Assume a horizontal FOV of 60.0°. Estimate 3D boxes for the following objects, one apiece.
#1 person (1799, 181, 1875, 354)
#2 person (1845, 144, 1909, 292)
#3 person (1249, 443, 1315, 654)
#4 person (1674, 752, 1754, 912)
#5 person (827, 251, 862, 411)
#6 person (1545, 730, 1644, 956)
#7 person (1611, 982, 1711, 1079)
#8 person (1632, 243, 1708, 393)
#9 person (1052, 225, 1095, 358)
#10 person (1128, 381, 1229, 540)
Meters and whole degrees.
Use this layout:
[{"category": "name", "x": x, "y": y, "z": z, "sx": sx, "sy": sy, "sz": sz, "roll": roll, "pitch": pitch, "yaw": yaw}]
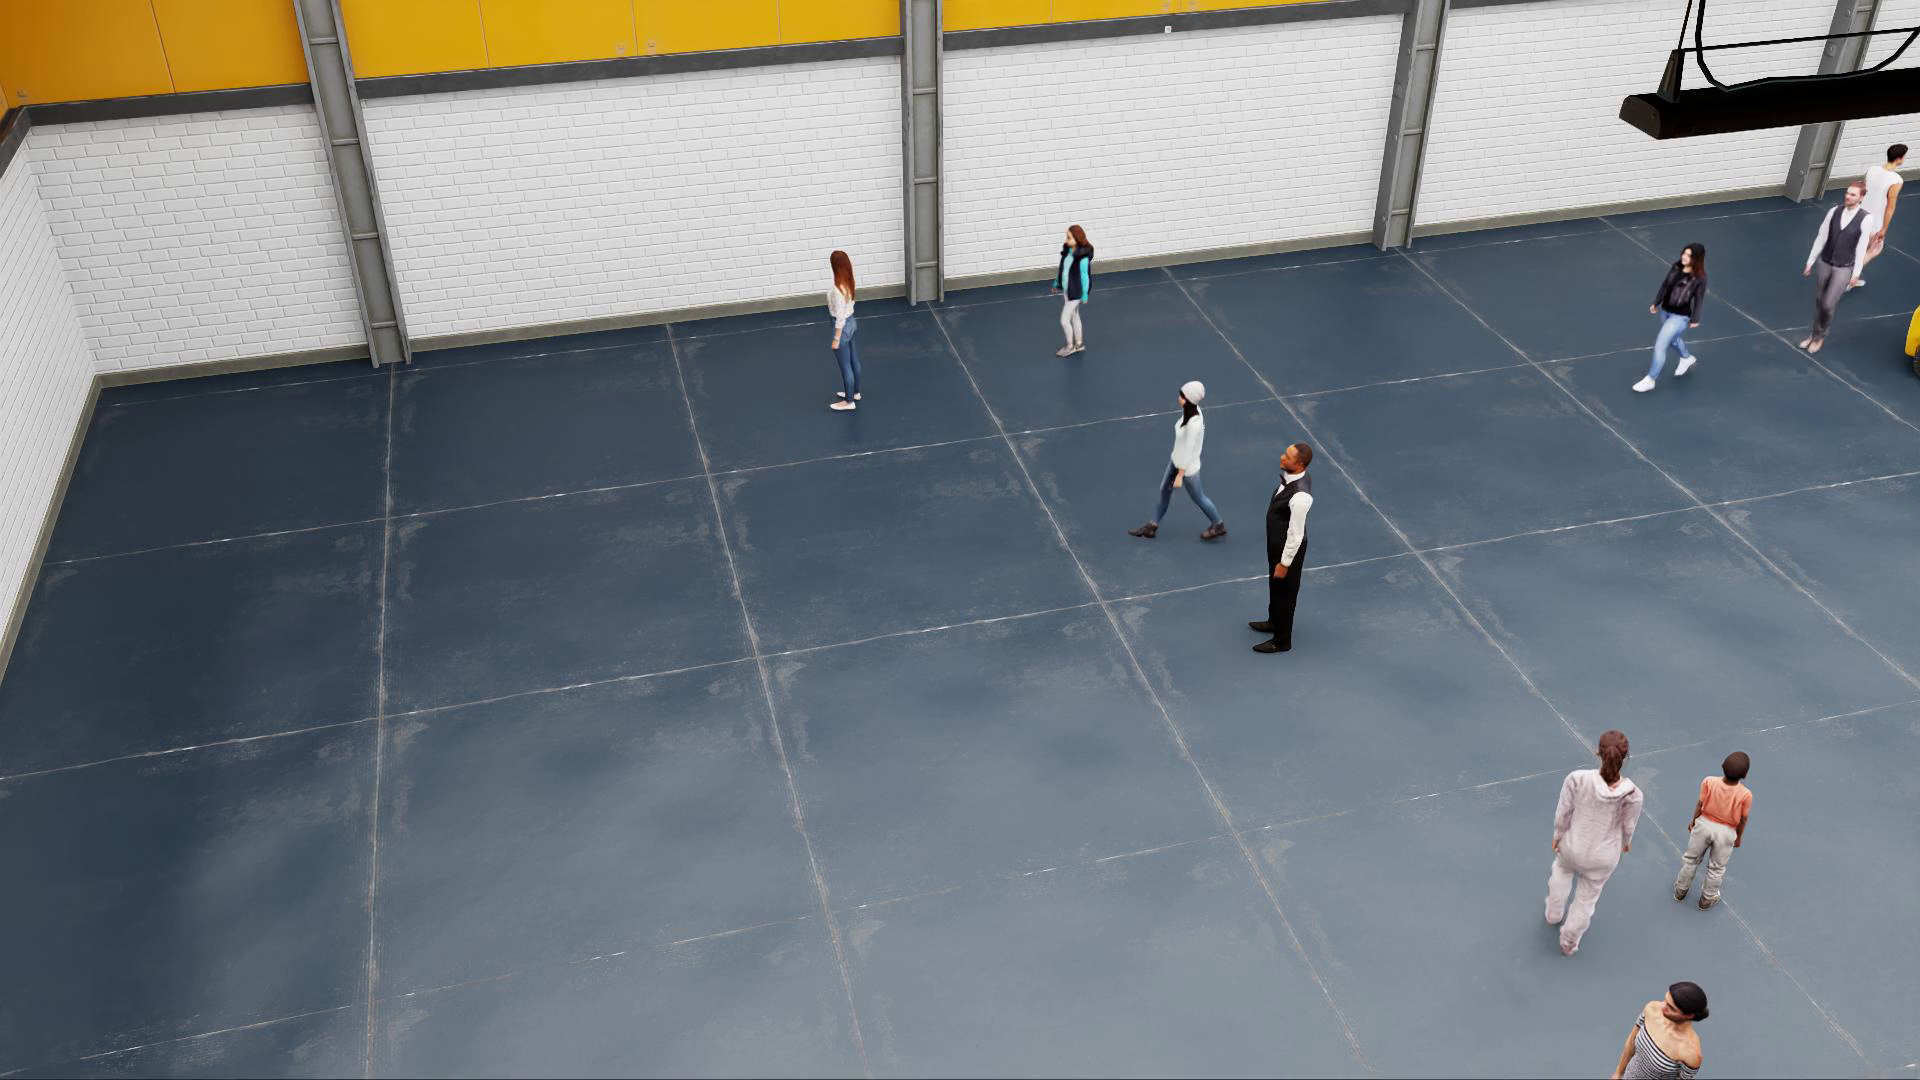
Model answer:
[{"category": "person", "x": 9.506, "y": -2.966, "z": 17.935, "sx": 0.756, "sy": 1.926, "sz": 0.778, "roll": -20, "pitch": 39, "yaw": -28}, {"category": "person", "x": 10.420, "y": -3.680, "z": 19.149, "sx": 0.821, "sy": 1.772, "sz": 0.659, "roll": -11, "pitch": 35, "yaw": -15}, {"category": "person", "x": 2.637, "y": 0.048, "z": 13.408, "sx": 0.698, "sy": 1.917, "sz": 0.754, "roll": 2, "pitch": 34, "yaw": 2}, {"category": "person", "x": 5.054, "y": 1.933, "z": 11.120, "sx": 0.564, "sy": 1.311, "sz": 0.615, "roll": 22, "pitch": 39, "yaw": 29}, {"category": "person", "x": -1.166, "y": -2.139, "z": 16.871, "sx": 0.661, "sy": 1.727, "sz": 0.651, "roll": 9, "pitch": 35, "yaw": 13}, {"category": "person", "x": 4.024, "y": 2.010, "z": 10.682, "sx": 0.805, "sy": 1.668, "sz": 0.865, "roll": 19, "pitch": 38, "yaw": 27}, {"category": "person", "x": 3.750, "y": 3.029, "z": 9.008, "sx": 0.526, "sy": 1.822, "sz": 0.607, "roll": -10, "pitch": 35, "yaw": -15}, {"category": "person", "x": 7.487, "y": -2.336, "z": 17.284, "sx": 1.095, "sy": 1.596, "sz": 0.684, "roll": -11, "pitch": 35, "yaw": -16}, {"category": "person", "x": 1.282, "y": -2.704, "z": 17.939, "sx": 0.666, "sy": 1.485, "sz": 0.589, "roll": -12, "pitch": 35, "yaw": -17}, {"category": "person", "x": 2.086, "y": -0.654, "z": 14.750, "sx": 1.185, "sy": 1.602, "sz": 0.789, "roll": 0, "pitch": 34, "yaw": 0}]
